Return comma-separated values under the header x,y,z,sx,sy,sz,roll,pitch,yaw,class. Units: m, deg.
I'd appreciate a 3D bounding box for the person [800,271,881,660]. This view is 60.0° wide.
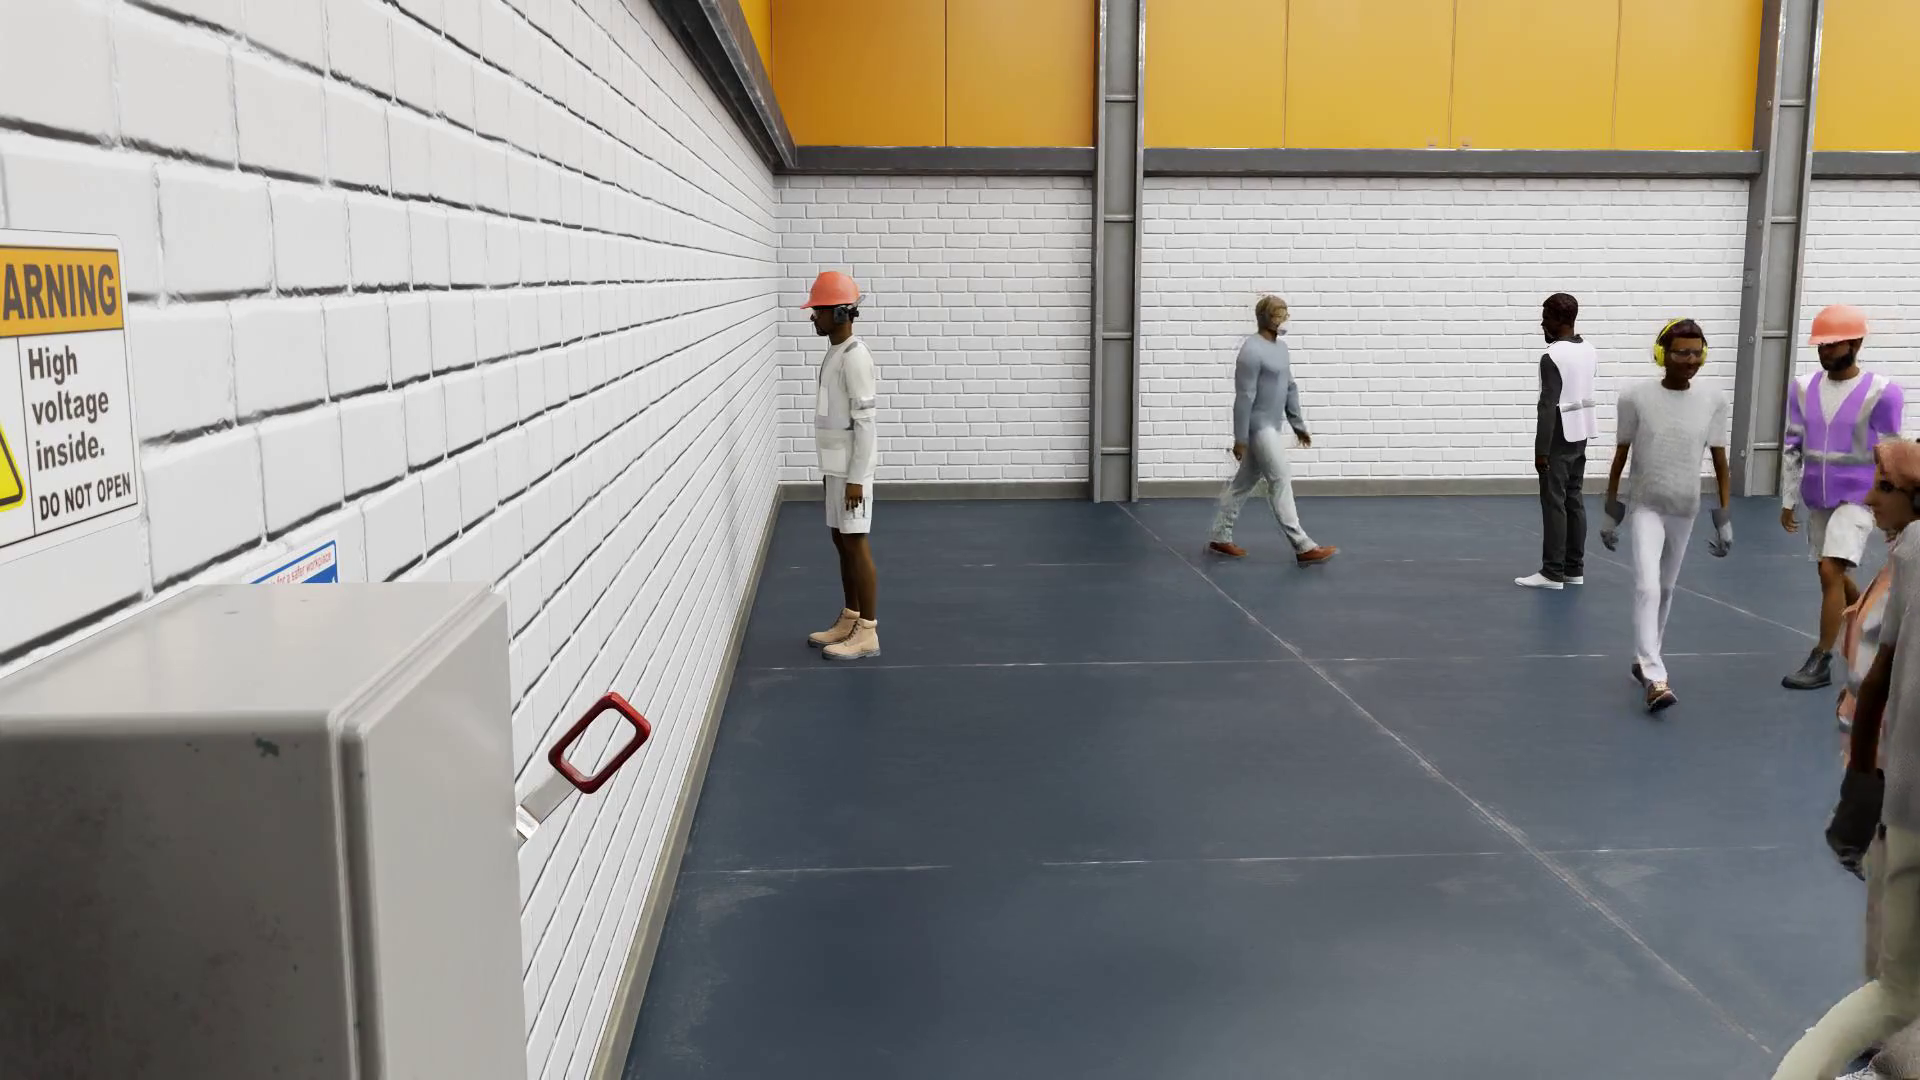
x,y,z,sx,sy,sz,roll,pitch,yaw,class
-0.638,-0.388,8.789,0.393,2.041,0.613,-3,9,-17,person

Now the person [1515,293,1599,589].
x,y,z,sx,sy,sz,roll,pitch,yaw,class
3.898,-0.633,10.754,0.587,1.911,0.397,-9,13,-44,person

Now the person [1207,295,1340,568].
x,y,z,sx,sy,sz,roll,pitch,yaw,class
2.177,-0.762,11.634,1.025,1.885,0.633,5,10,28,person

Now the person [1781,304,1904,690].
x,y,z,sx,sy,sz,roll,pitch,yaw,class
4.433,-0.228,8.285,0.891,1.899,0.552,-5,10,-30,person

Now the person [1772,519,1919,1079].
x,y,z,sx,sy,sz,roll,pitch,yaw,class
1.897,0.591,3.278,0.664,1.839,0.581,-3,9,-17,person

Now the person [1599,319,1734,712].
x,y,z,sx,sy,sz,roll,pitch,yaw,class
3.340,-0.115,7.802,0.541,1.812,0.986,1,9,5,person

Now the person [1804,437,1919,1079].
x,y,z,sx,sy,sz,roll,pitch,yaw,class
2.305,0.565,4.076,0.306,1.637,0.522,4,10,23,person
